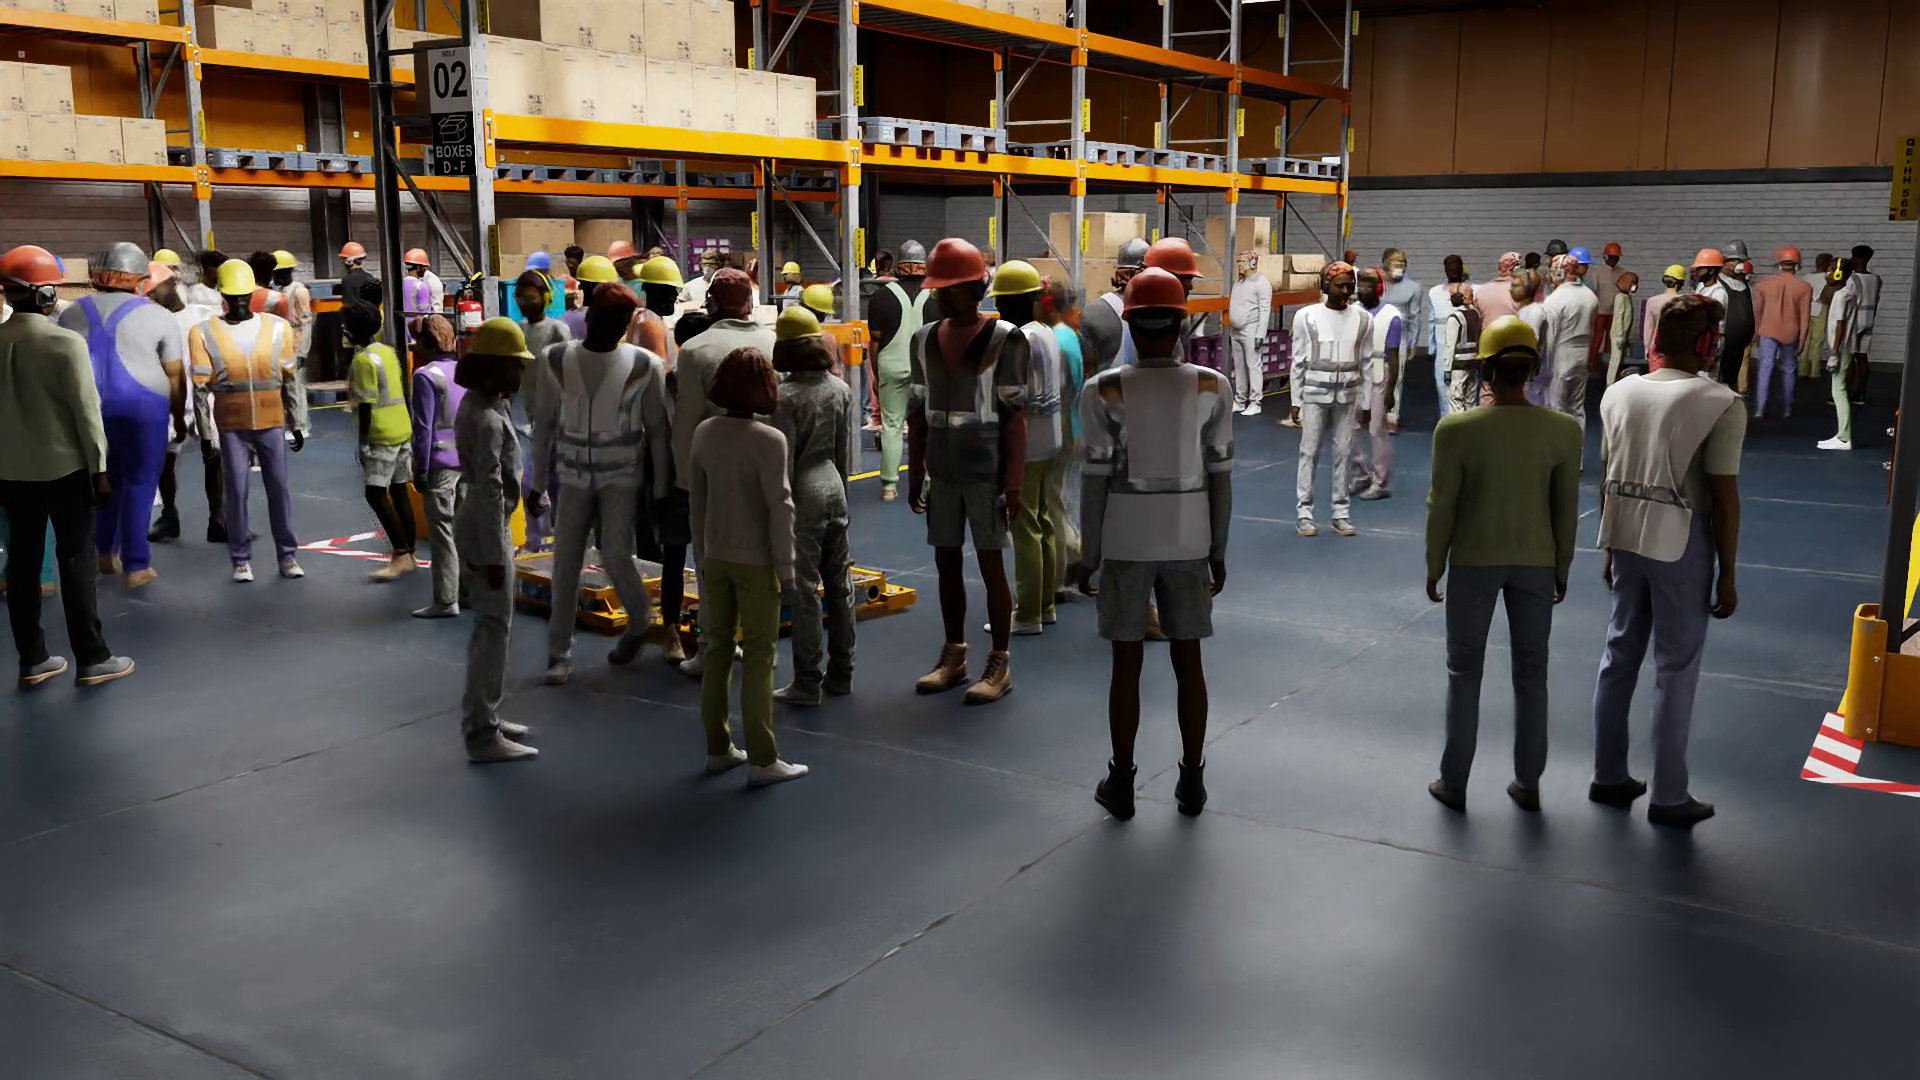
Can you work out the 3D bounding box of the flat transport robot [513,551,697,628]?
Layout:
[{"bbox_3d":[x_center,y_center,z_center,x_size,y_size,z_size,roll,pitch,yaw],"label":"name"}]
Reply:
[{"bbox_3d":[-2.051,0.239,9.211,0.652,0.197,1.431,-10,14,-44],"label":"flat transport robot"}]

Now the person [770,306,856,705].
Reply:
[{"bbox_3d":[-0.677,-0.147,7.292,0.311,1.736,0.483,8,13,36],"label":"person"}]

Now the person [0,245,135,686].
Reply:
[{"bbox_3d":[-4.145,-0.325,7.556,0.610,1.996,0.378,1,10,7],"label":"person"}]

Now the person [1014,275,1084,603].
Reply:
[{"bbox_3d":[0.507,-0.547,9.232,0.434,1.832,0.581,0,10,2],"label":"person"}]

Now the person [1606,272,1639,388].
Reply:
[{"bbox_3d":[8.234,-2.512,20.677,0.289,1.633,0.499,7,12,32],"label":"person"}]

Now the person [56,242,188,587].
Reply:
[{"bbox_3d":[-4.883,-0.752,9.795,0.694,2.000,0.567,1,10,3],"label":"person"}]

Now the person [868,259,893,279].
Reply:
[{"bbox_3d":[-1.001,-2.588,20.591,0.404,1.824,0.586,4,11,20],"label":"person"}]

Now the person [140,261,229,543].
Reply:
[{"bbox_3d":[-5.164,-0.898,11.056,0.693,1.886,0.430,-5,12,-28],"label":"person"}]

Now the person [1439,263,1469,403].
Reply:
[{"bbox_3d":[6.140,-2.541,20.532,0.523,1.752,0.375,6,12,32],"label":"person"}]

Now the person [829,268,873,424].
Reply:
[{"bbox_3d":[-1.137,-2.188,18.130,0.603,1.906,0.399,-5,11,-24],"label":"person"}]

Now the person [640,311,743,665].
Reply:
[{"bbox_3d":[-1.262,-0.248,7.974,0.535,1.691,0.321,-4,11,-22],"label":"person"}]

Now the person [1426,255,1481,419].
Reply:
[{"bbox_3d":[5.162,-2.007,17.227,0.633,1.883,0.636,5,11,25],"label":"person"}]

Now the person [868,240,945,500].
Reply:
[{"bbox_3d":[-0.376,-1.327,12.981,0.683,2.000,0.538,-1,10,-4],"label":"person"}]

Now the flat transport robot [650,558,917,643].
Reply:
[{"bbox_3d":[-0.970,0.307,8.836,1.431,0.197,0.652,-10,14,-44],"label":"flat transport robot"}]

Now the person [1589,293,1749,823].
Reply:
[{"bbox_3d":[2.445,0.068,5.810,0.392,1.838,0.561,-5,11,-27],"label":"person"}]

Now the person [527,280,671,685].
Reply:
[{"bbox_3d":[-1.652,-0.266,7.662,0.635,1.853,0.506,1,10,5],"label":"person"}]

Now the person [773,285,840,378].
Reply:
[{"bbox_3d":[-1.161,-0.992,12.054,0.621,1.708,0.347,3,11,18],"label":"person"}]

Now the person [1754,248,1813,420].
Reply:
[{"bbox_3d":[9.277,-2.323,18.807,0.610,1.945,1.062,7,13,35],"label":"person"}]

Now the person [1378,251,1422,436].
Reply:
[{"bbox_3d":[4.430,-2.037,17.309,0.673,1.901,0.872,3,11,17],"label":"person"}]

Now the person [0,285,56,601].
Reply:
[{"bbox_3d":[-5.376,-0.574,9.360,0.515,1.842,0.328,8,13,39],"label":"person"}]

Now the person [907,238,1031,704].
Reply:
[{"bbox_3d":[0.014,-0.297,7.315,0.610,2.033,0.408,7,12,33],"label":"person"}]

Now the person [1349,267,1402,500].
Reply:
[{"bbox_3d":[3.192,-1.199,12.898,0.482,1.811,0.593,-6,12,-31],"label":"person"}]

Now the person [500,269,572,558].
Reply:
[{"bbox_3d":[-2.644,-0.721,10.173,0.734,1.836,0.562,-9,14,-41],"label":"person"}]

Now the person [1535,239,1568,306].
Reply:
[{"bbox_3d":[7.977,-3.026,22.400,0.536,2.000,0.688,7,12,32],"label":"person"}]

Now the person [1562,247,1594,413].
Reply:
[{"bbox_3d":[6.627,-2.193,18.037,0.388,1.947,0.614,6,12,31],"label":"person"}]

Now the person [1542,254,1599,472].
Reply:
[{"bbox_3d":[5.211,-1.512,14.418,0.649,1.900,0.401,-7,12,-32],"label":"person"}]

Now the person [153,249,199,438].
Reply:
[{"bbox_3d":[-8.049,-2.005,17.052,0.367,1.926,0.594,-7,12,-34],"label":"person"}]

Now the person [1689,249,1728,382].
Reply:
[{"bbox_3d":[7.162,-1.826,16.035,0.357,1.938,0.543,1,10,4],"label":"person"}]

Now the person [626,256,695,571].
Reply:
[{"bbox_3d":[-1.824,-0.739,10.050,0.383,1.923,0.588,-3,11,-17],"label":"person"}]

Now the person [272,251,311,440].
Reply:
[{"bbox_3d":[-6.801,-1.963,16.899,0.620,1.913,0.454,9,13,40],"label":"person"}]

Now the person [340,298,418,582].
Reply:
[{"bbox_3d":[-3.460,-0.601,9.964,0.339,1.688,0.646,0,10,1],"label":"person"}]

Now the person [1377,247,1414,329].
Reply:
[{"bbox_3d":[5.922,-3.081,23.013,0.635,1.938,0.386,4,11,22],"label":"person"}]

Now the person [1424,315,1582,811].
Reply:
[{"bbox_3d":[1.910,0.091,5.911,0.527,1.762,0.339,1,10,4],"label":"person"}]
